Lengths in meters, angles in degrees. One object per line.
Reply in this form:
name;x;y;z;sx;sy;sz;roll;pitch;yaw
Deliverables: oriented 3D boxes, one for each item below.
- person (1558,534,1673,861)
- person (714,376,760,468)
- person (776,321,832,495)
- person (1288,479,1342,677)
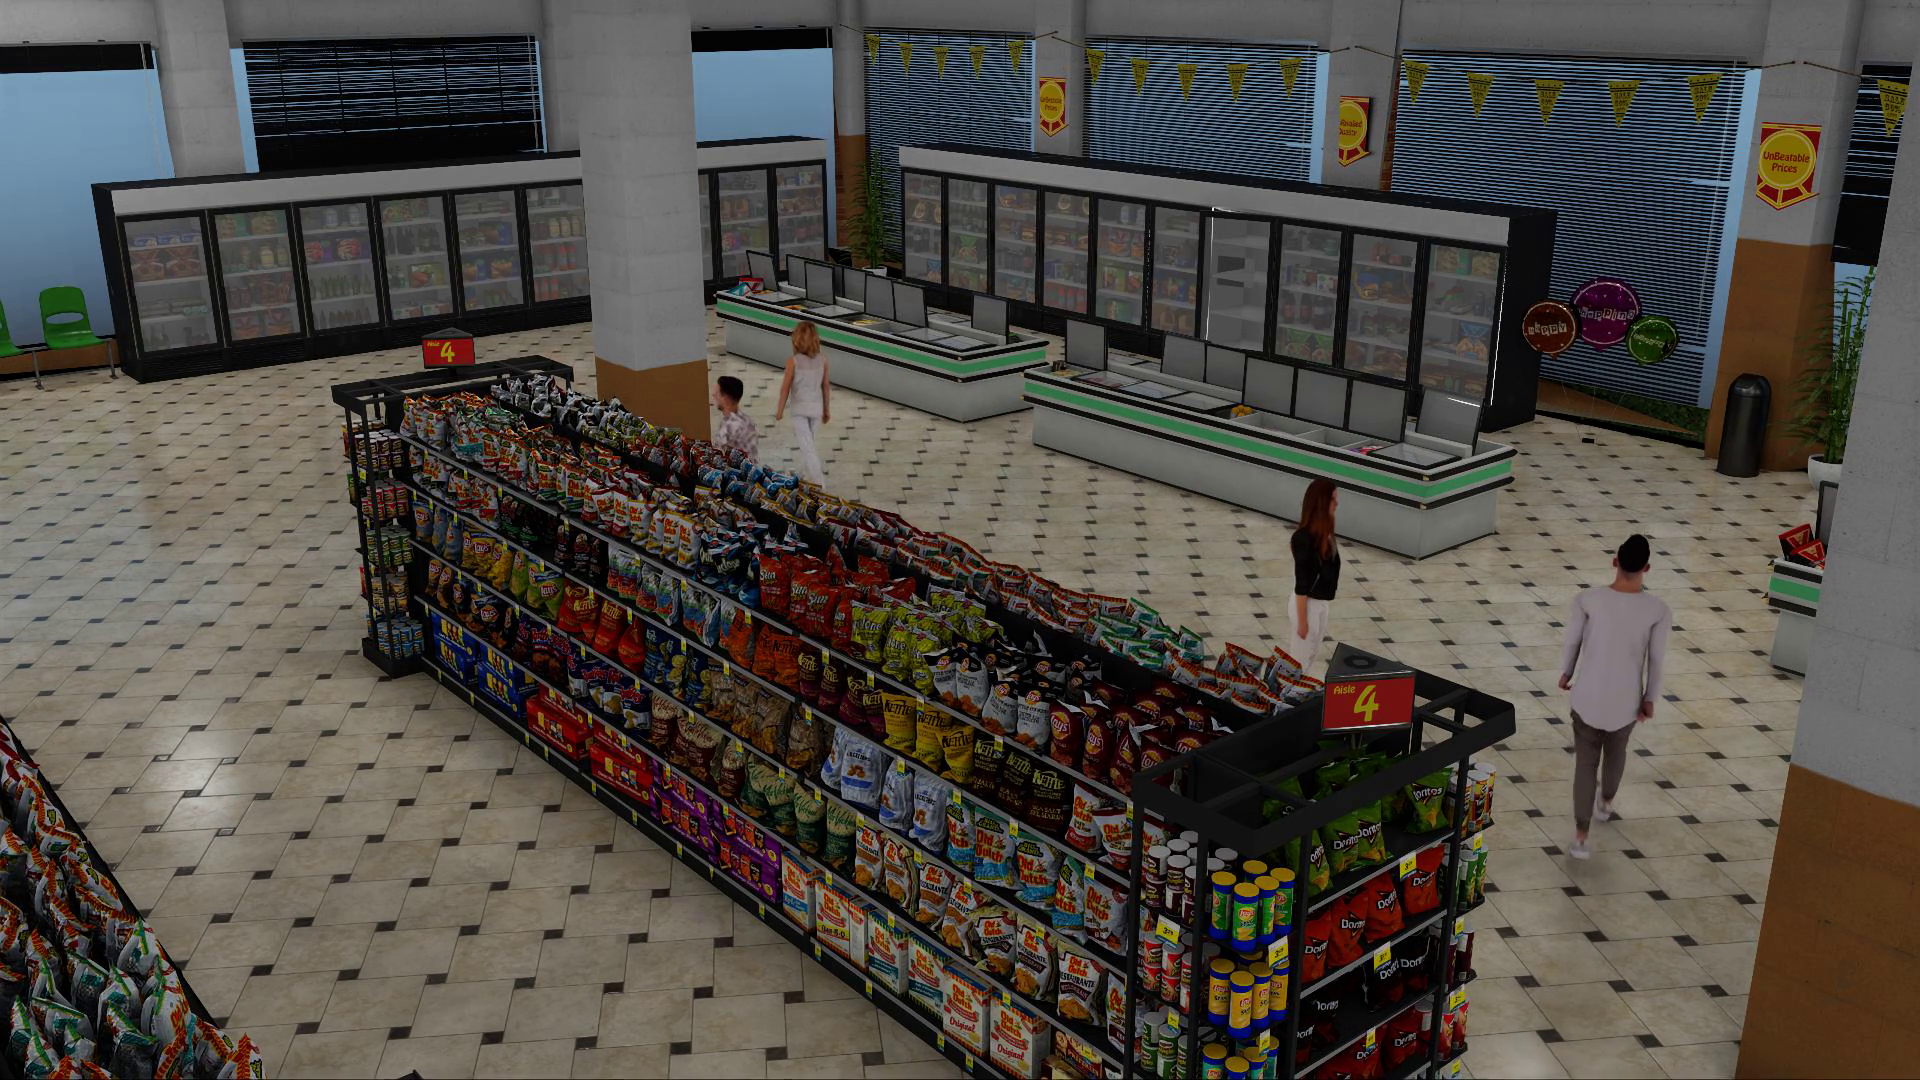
person;3.517;0.878;9.057;1.193;1.801;1.139;6;19;16
person;-1.616;-0.329;12.685;1.229;1.769;1.098;4;19;13
person;-1.385;-1.162;15.373;0.664;1.631;1.058;-13;22;-33
person;2.219;0.424;10.559;0.644;1.701;0.676;10;21;28
